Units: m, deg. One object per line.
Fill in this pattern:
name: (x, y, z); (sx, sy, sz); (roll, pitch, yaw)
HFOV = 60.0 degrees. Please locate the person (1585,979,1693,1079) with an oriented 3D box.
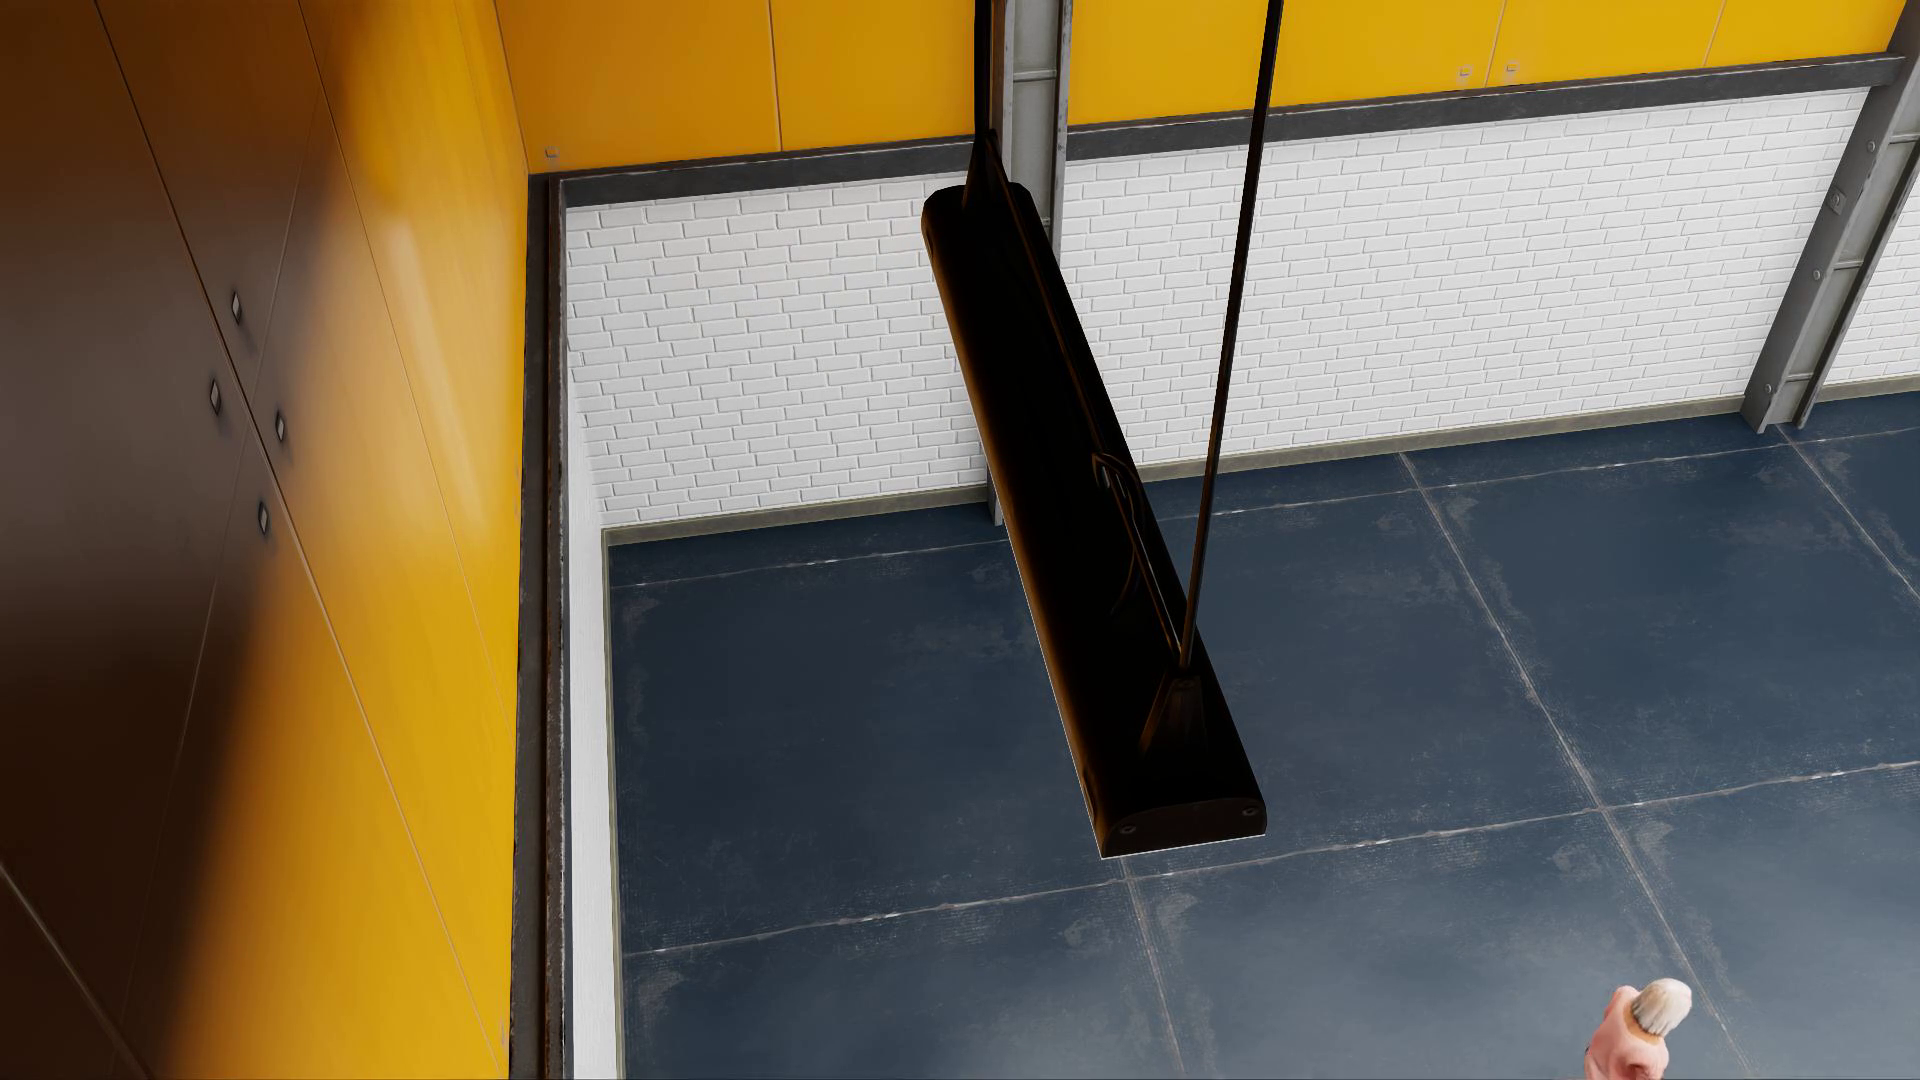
person: (3.073, 2.598, 8.009); (0.620, 1.714, 0.627); (-3, 44, -3)
